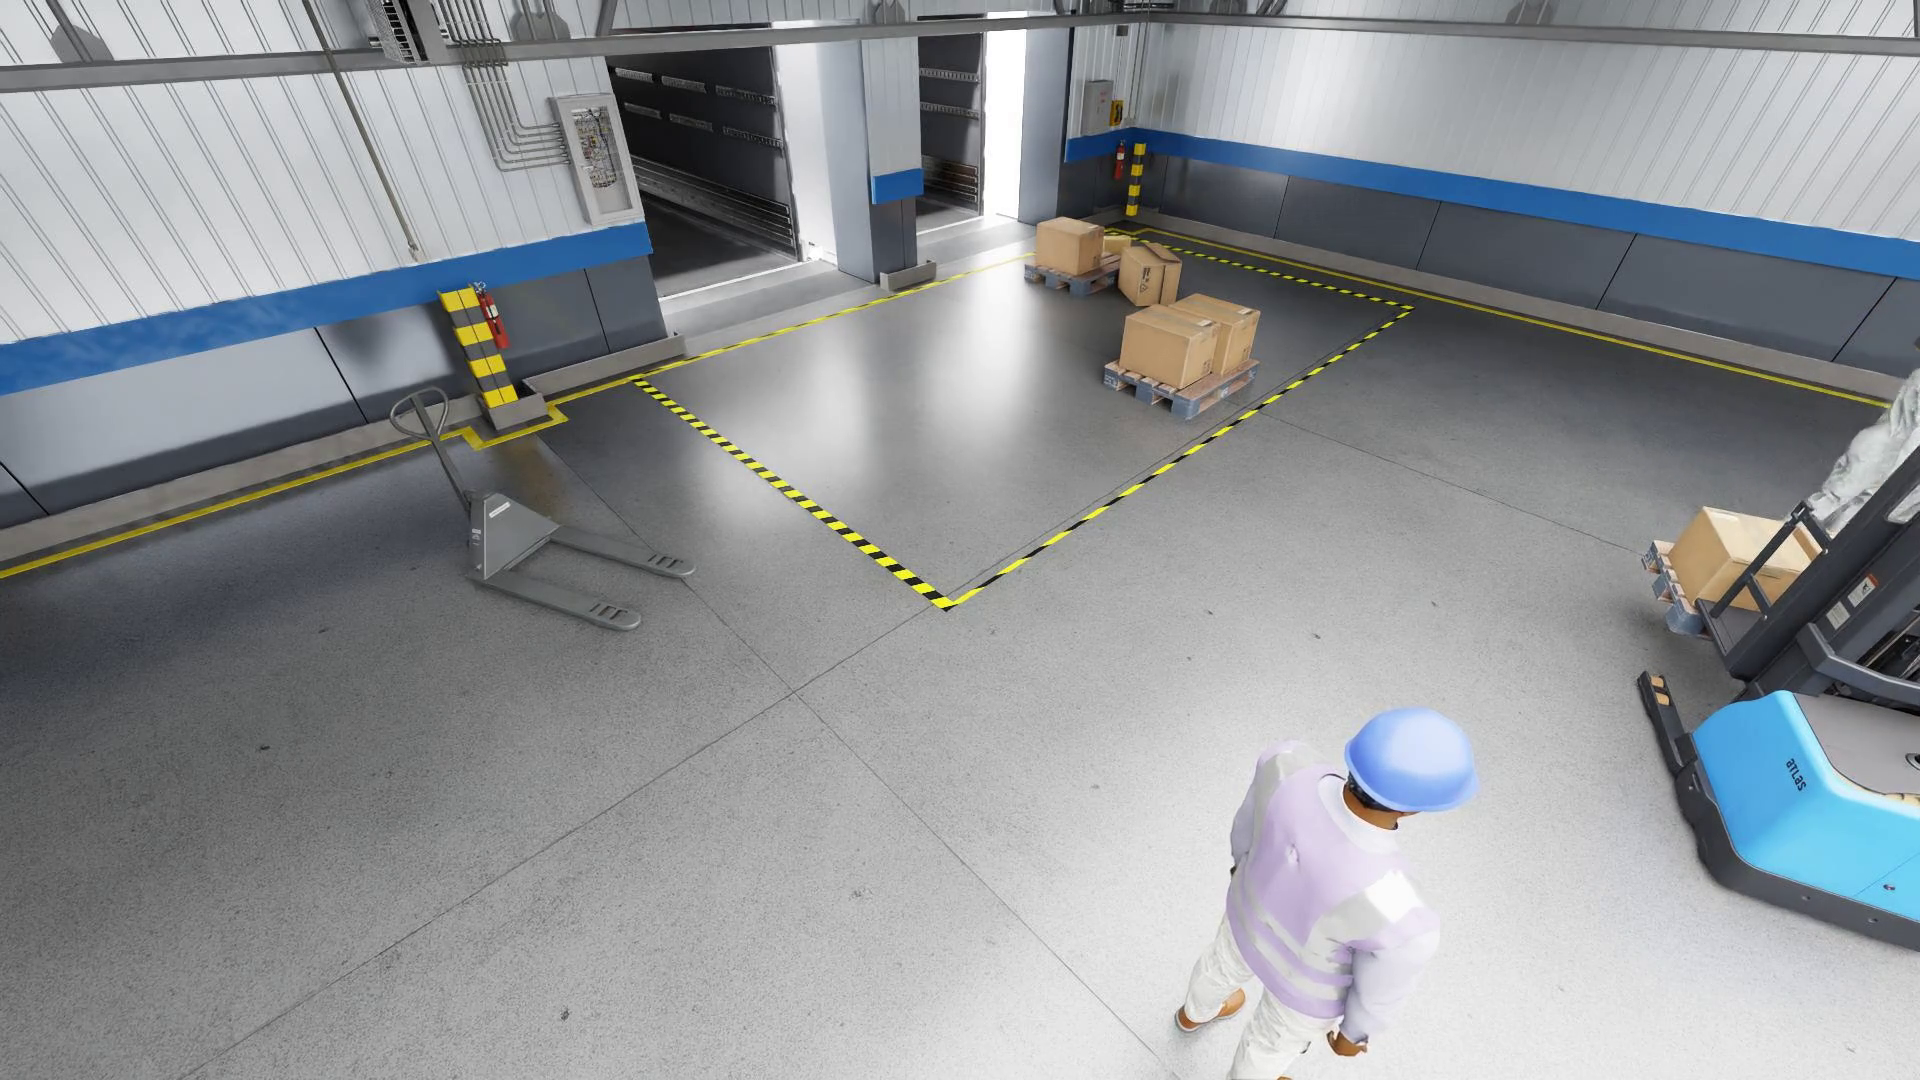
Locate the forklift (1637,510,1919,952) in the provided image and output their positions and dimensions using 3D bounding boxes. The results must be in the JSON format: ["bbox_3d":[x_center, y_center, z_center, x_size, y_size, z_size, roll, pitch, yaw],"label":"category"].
[{"bbox_3d":[3.839,0.603,2.839,0.716,2.013,0.776,16,41,20],"label":"forklift"}]

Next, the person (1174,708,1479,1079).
[{"bbox_3d":[1.000,1.173,2.176,0.386,1.947,0.611,-10,39,-13],"label":"person"}]

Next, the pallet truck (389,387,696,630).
[{"bbox_3d":[-2.613,-0.247,4.593,1.601,1.201,0.680,14,40,17],"label":"pallet truck"}]

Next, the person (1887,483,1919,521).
[{"bbox_3d":[6.603,-0.620,4.753,0.529,1.622,0.387,-20,42,-24],"label":"person"}]

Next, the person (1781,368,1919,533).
[{"bbox_3d":[5.757,-0.501,4.525,0.542,1.728,0.460,-28,46,-31],"label":"person"}]
